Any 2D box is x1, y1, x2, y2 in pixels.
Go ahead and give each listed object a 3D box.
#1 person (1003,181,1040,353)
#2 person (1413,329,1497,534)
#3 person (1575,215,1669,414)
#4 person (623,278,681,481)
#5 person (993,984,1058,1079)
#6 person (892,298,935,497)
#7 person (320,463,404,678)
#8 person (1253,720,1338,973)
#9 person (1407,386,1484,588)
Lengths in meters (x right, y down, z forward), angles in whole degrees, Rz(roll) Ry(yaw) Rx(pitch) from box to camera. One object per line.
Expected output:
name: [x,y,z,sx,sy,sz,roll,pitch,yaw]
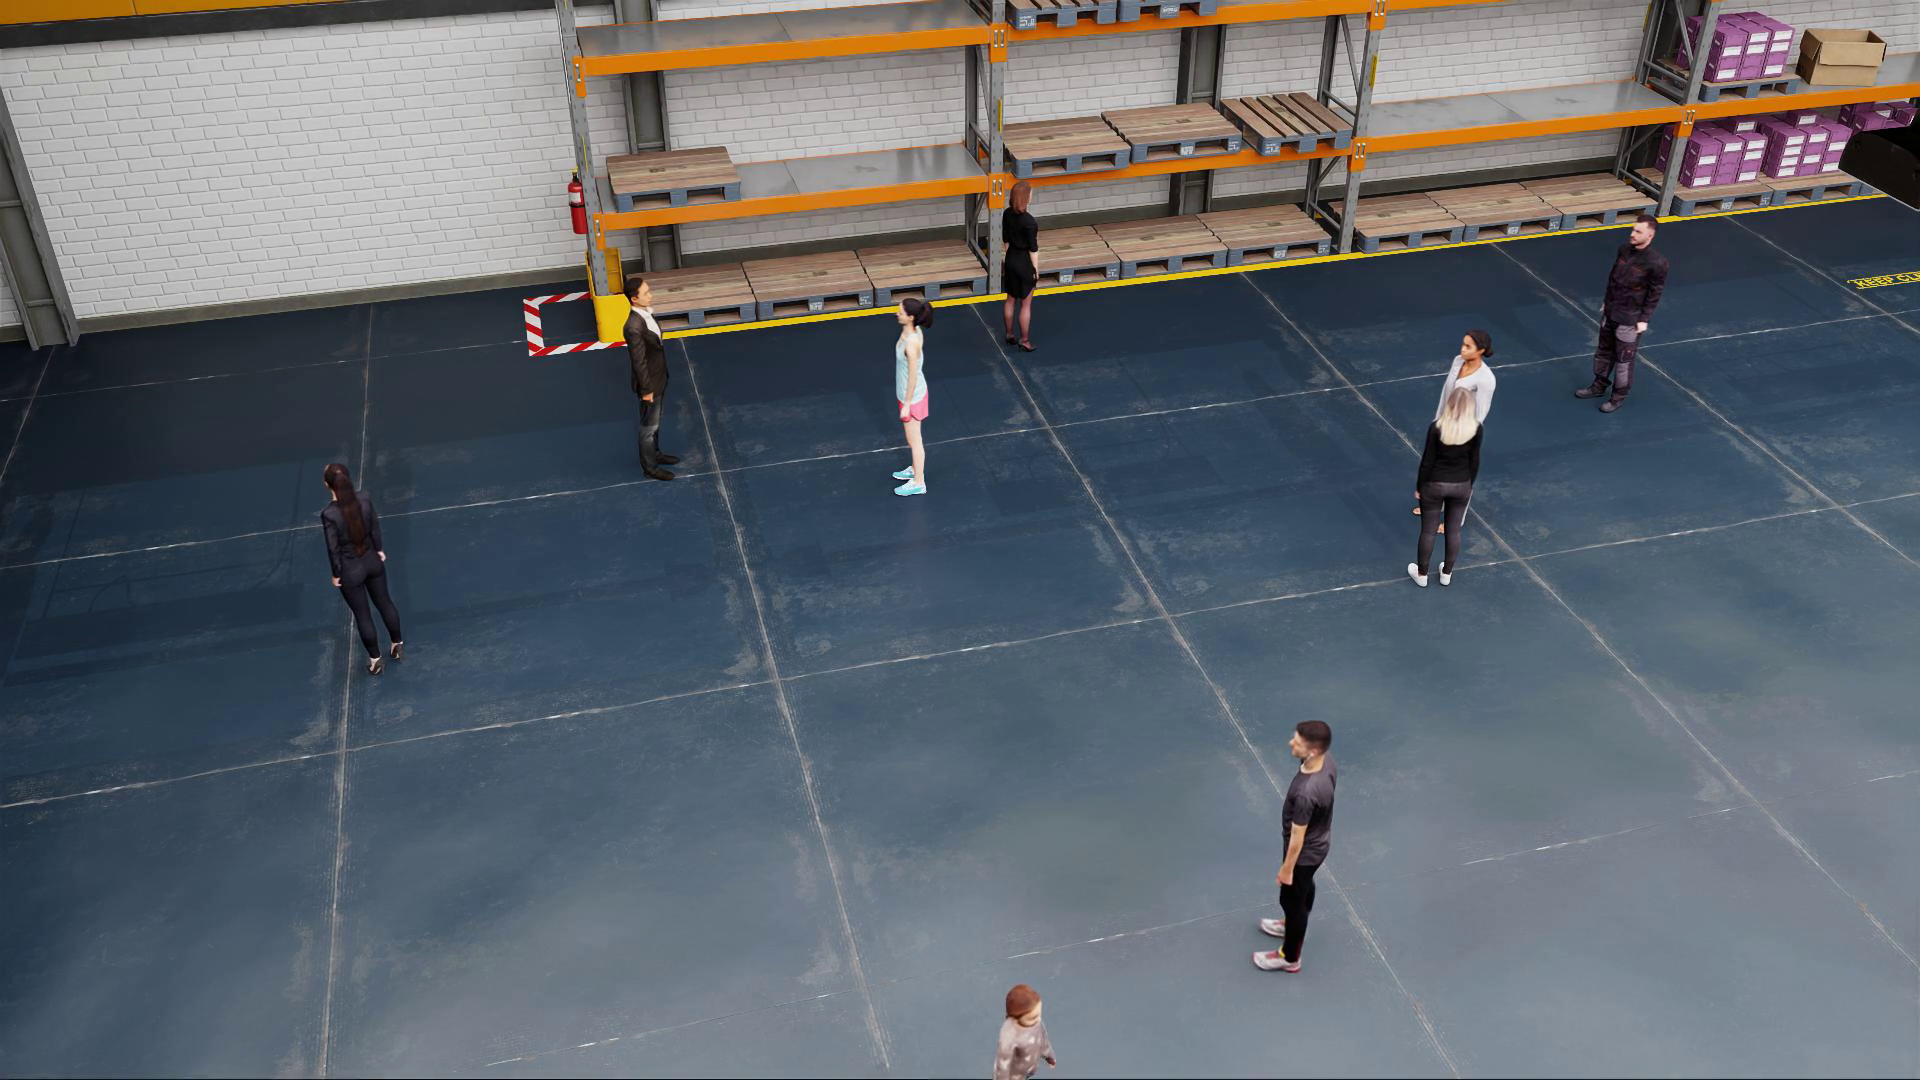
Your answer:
person: [0.573,-2.613,15.915,0.646,1.706,0.655,-27,42,-34]
person: [4.006,-0.898,13.307,0.601,1.737,0.668,-15,36,-21]
person: [5.996,-2.064,14.952,0.672,1.858,0.756,-15,36,-21]
person: [-2.621,-1.370,13.956,0.635,1.805,0.739,0,34,0]
person: [0.249,2.653,8.466,0.680,1.183,0.620,17,37,24]
person: [-0.407,-1.192,13.724,0.653,1.765,0.635,-1,34,-2]
person: [-4.214,0.198,11.682,0.698,1.711,0.611,22,39,29]
person: [1.934,1.708,9.364,0.736,1.762,0.721,10,35,14]
person: [3.676,-0.391,12.591,0.573,1.685,0.723,1,34,1]
